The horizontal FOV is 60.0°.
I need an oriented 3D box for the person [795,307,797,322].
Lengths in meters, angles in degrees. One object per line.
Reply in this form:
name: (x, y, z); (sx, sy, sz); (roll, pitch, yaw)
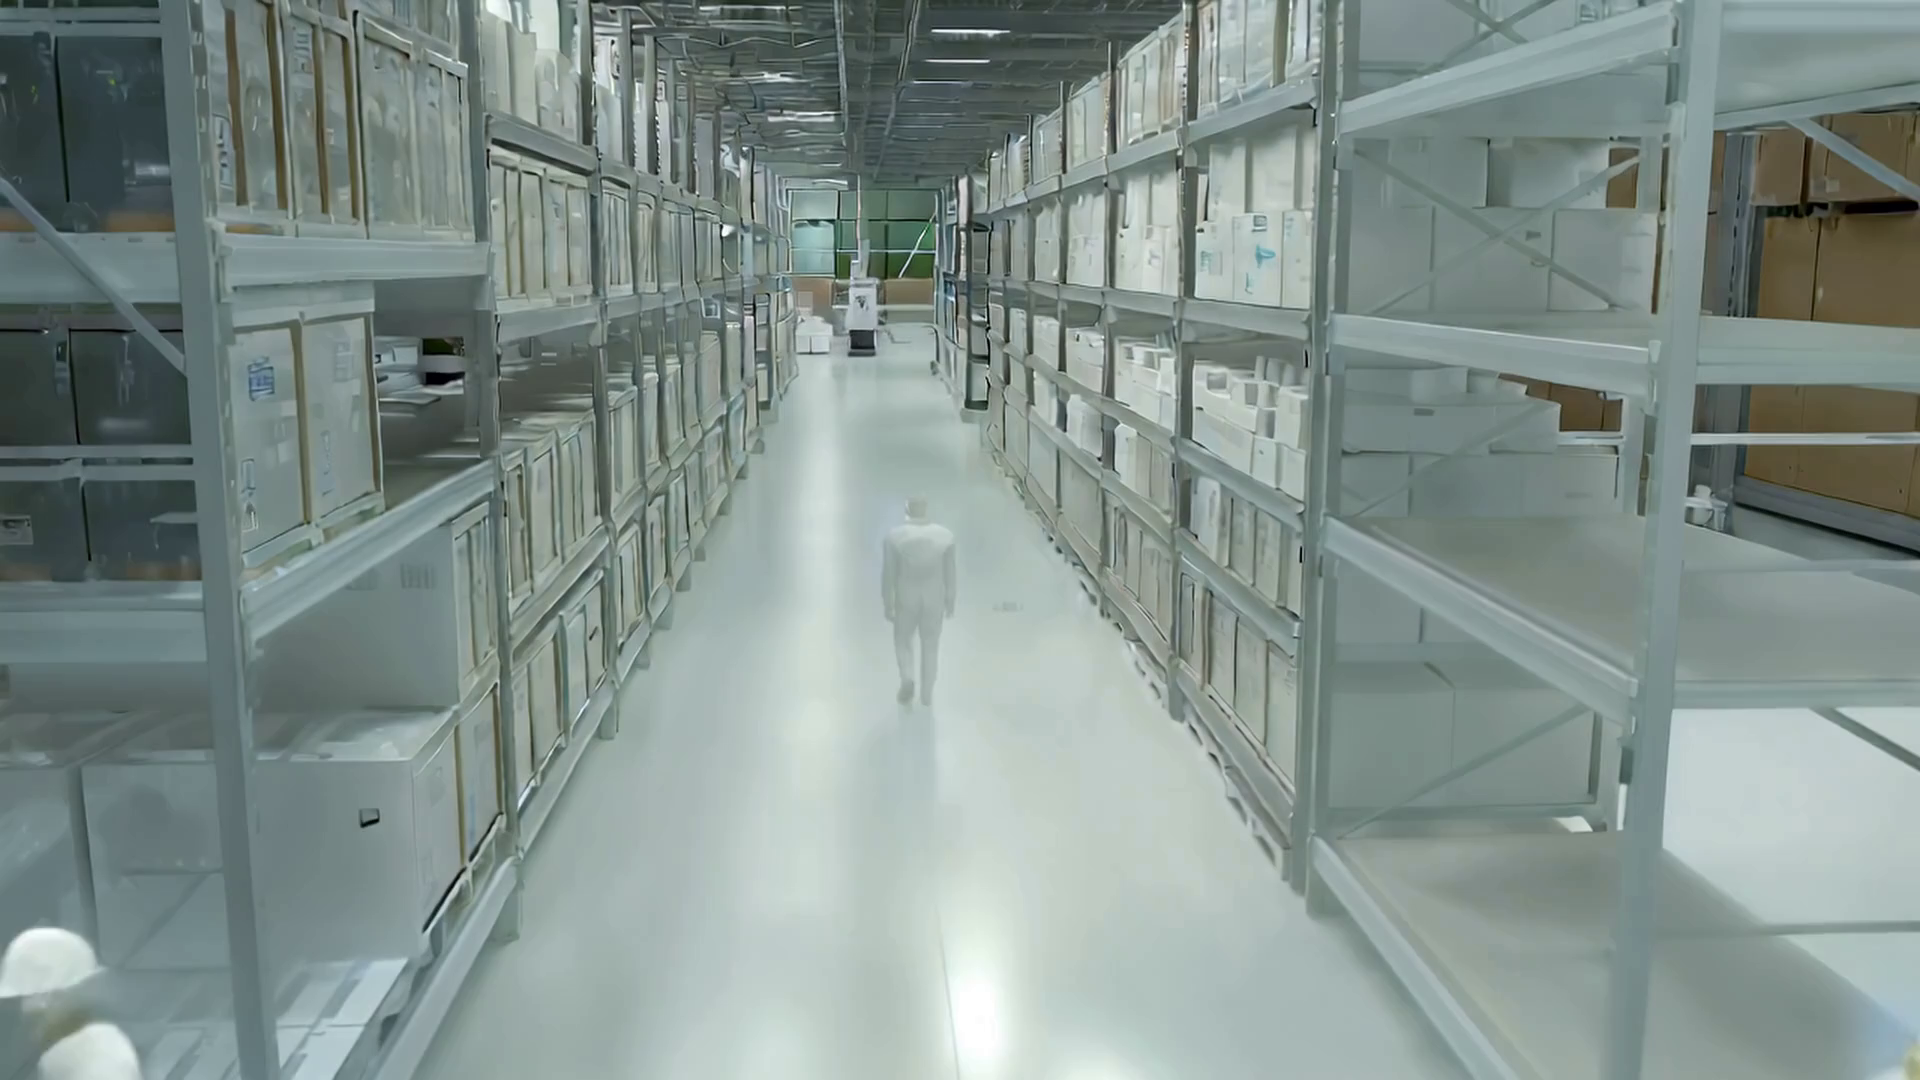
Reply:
person: (-8.601, -11.267, 84.636); (0.653, 1.915, 0.620); (3, 10, 15)

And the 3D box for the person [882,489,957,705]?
person: (-0.347, 0.510, 14.377); (0.657, 1.896, 0.458); (-1, 10, -3)

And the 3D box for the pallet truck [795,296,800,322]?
pallet truck: (-8.622, -12.439, 91.403); (1.885, 1.965, 0.823); (2, 10, 13)

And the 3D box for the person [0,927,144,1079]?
person: (-2.603, 2.082, 4.825); (1.010, 1.938, 0.642); (-2, 10, -14)

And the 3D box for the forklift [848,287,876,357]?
forklift: (-3.955, -8.786, 66.947); (1.129, 2.768, 1.873); (-1, 10, -4)

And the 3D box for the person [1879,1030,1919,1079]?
person: (2.899, 2.169, 5.007); (0.903, 1.700, 0.491); (-1, 10, -6)
